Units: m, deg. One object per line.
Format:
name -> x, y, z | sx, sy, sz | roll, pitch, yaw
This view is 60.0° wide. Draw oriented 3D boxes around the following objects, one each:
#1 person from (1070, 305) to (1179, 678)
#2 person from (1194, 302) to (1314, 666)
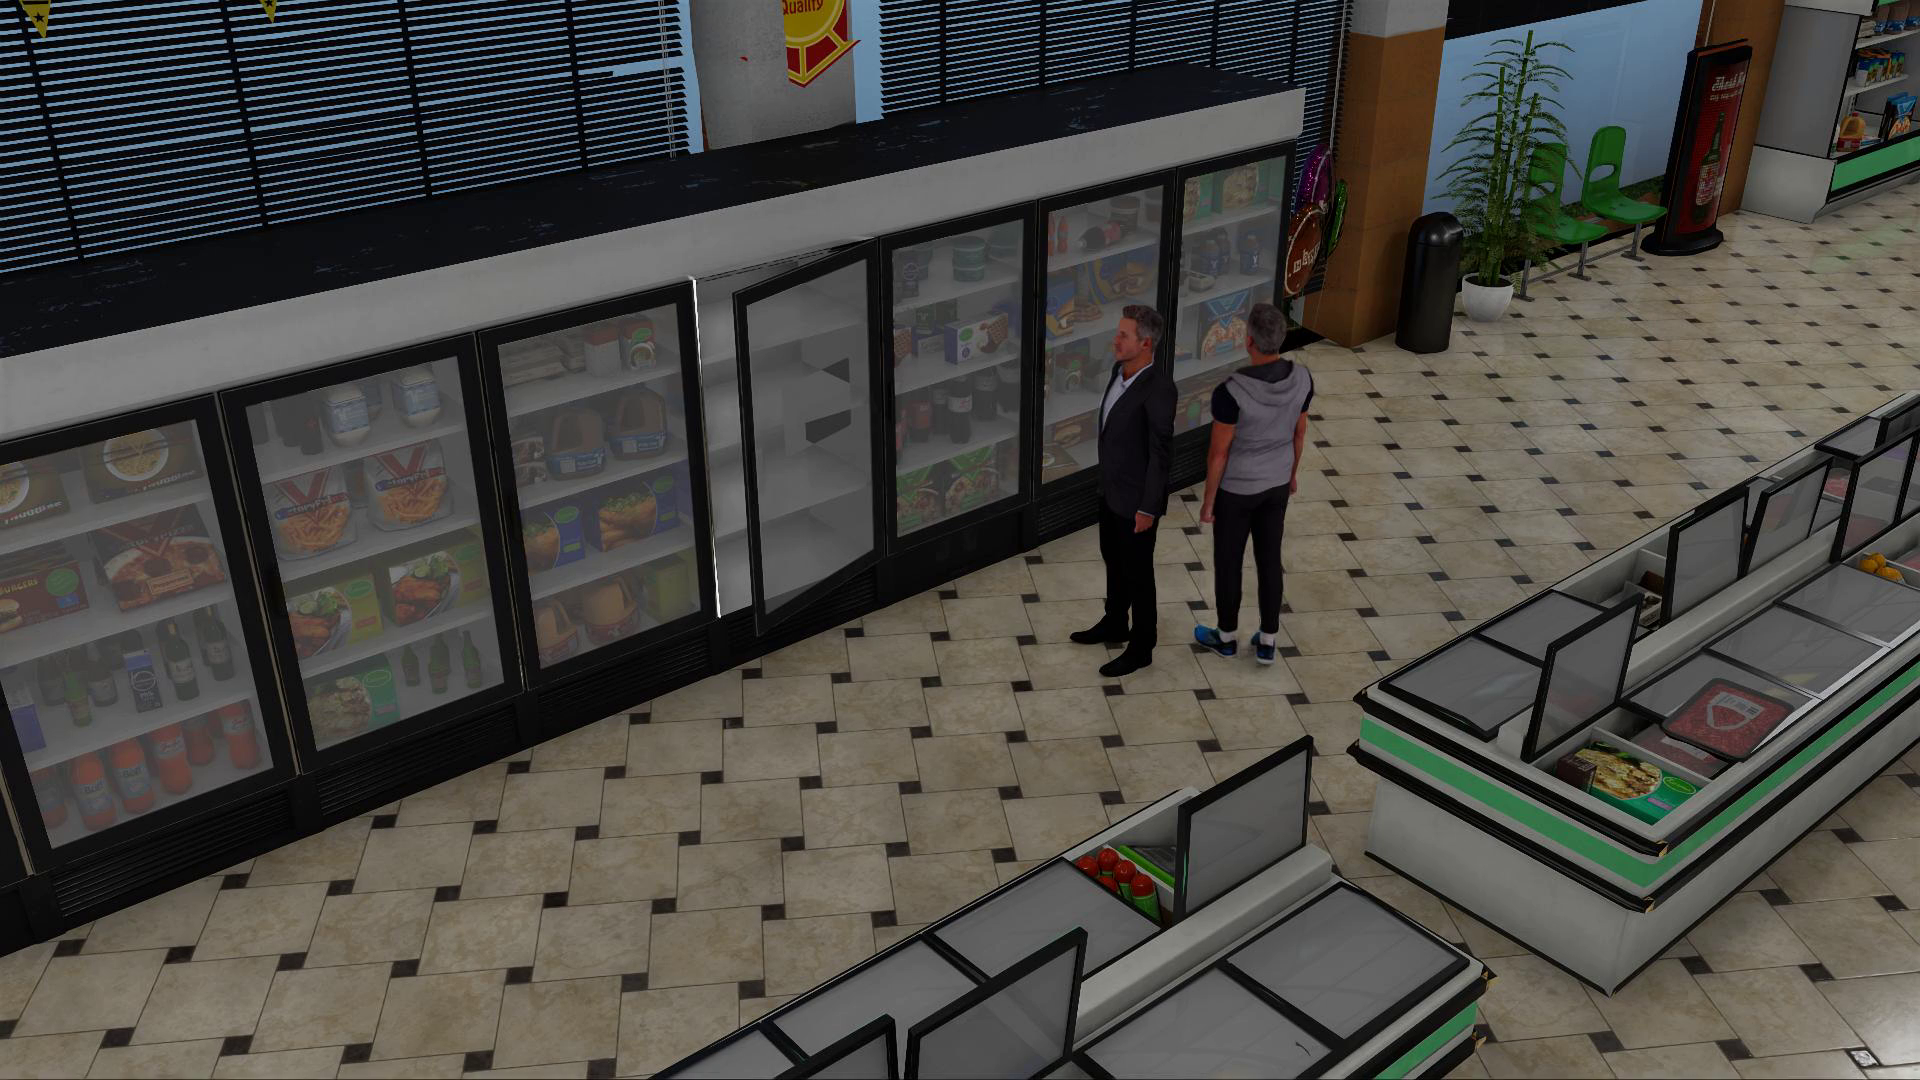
person -> 0.807, -0.252, 7.928 | 0.733, 1.842, 0.782 | -9, 28, -18
person -> 1.411, -0.233, 7.909 | 0.724, 1.826, 0.859 | -9, 28, -18
